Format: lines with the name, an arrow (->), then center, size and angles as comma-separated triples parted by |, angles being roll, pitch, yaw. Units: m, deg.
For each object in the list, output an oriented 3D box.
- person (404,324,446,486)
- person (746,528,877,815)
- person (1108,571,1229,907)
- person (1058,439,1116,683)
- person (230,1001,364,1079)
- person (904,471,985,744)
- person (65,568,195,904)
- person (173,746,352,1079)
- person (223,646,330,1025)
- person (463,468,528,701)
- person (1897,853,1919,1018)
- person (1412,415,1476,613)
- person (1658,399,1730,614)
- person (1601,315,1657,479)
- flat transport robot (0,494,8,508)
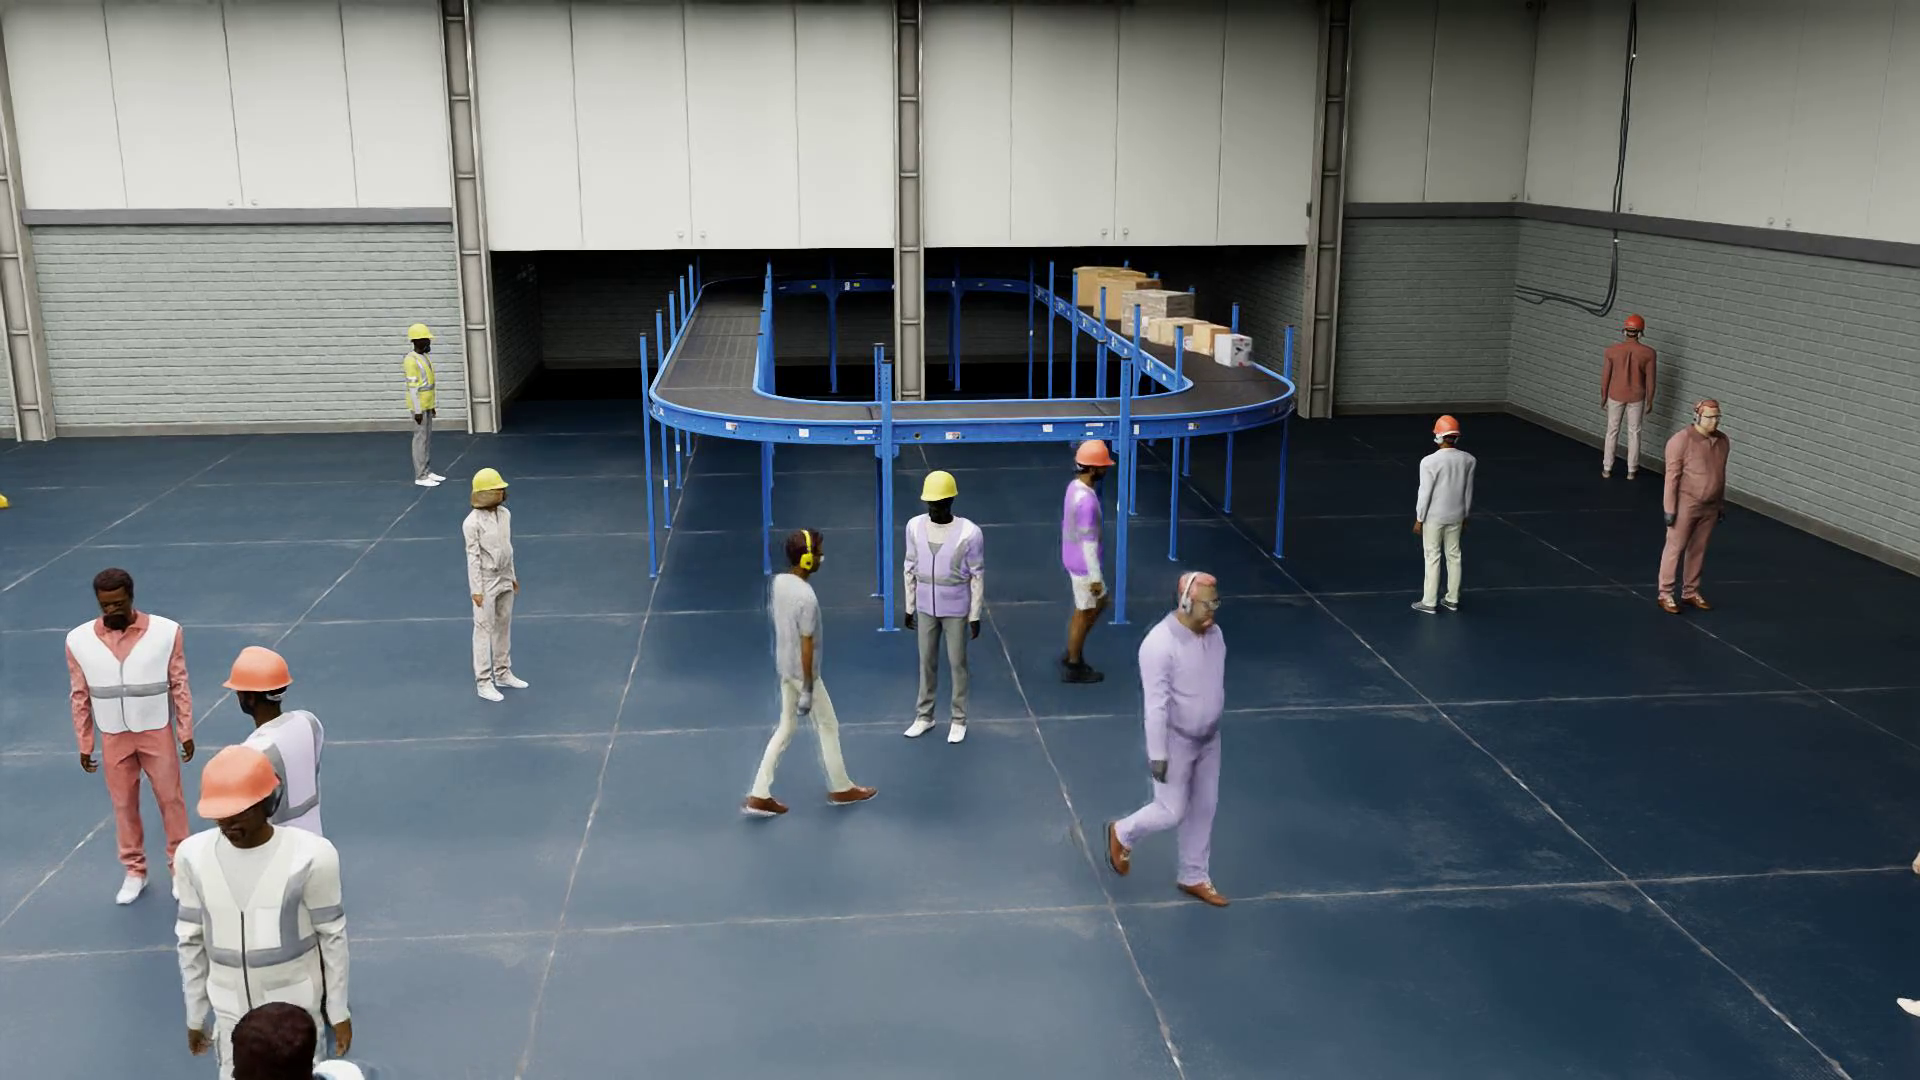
person -> -6.400, -1.612, 19.830 | 0.362, 1.930, 0.585 | -1, 14, -3
person -> -0.970, 0.816, 10.309 | 0.857, 1.839, 0.519 | -10, 17, -34
person -> 1.194, 1.074, 9.168 | 0.643, 1.888, 0.636 | -12, 18, -40
person -> 0.983, 0.177, 12.685 | 0.409, 1.921, 0.584 | -1, 14, -3
person -> -1.745, 2.171, 4.770 | 0.705, 1.897, 0.611 | 0, 14, 0
person -> -0.123, 0.461, 11.539 | 0.588, 1.928, 0.383 | 6, 15, 24
person -> -4.550, 1.064, 9.177 | 0.597, 1.908, 0.409 | -4, 15, -16
person -> -2.607, 1.733, 6.253 | 0.622, 2.045, 0.459 | 0, 14, -1
person -> -3.137, 1.423, 7.667 | 0.360, 1.939, 0.543 | 2, 14, 9
person -> -3.479, 0.324, 12.464 | 0.303, 1.742, 0.493 | 5, 15, 20
person -> 4.777, 1.456, 7.892 | 0.526, 1.765, 0.329 | -3, 14, -10
person -> 4.241, -0.230, 14.658 | 0.572, 1.749, 0.340 | -5, 15, -21
person -> 6.483, -0.300, 14.627 | 0.646, 1.907, 0.401 | -5, 15, -19
person -> 8.099, -1.733, 20.179 | 0.622, 1.994, 0.381 | 7, 16, 27
flat transport robot -> -11.423, -0.418, 18.416 | 1.431, 0.197, 0.652 | -11, 18, -38
